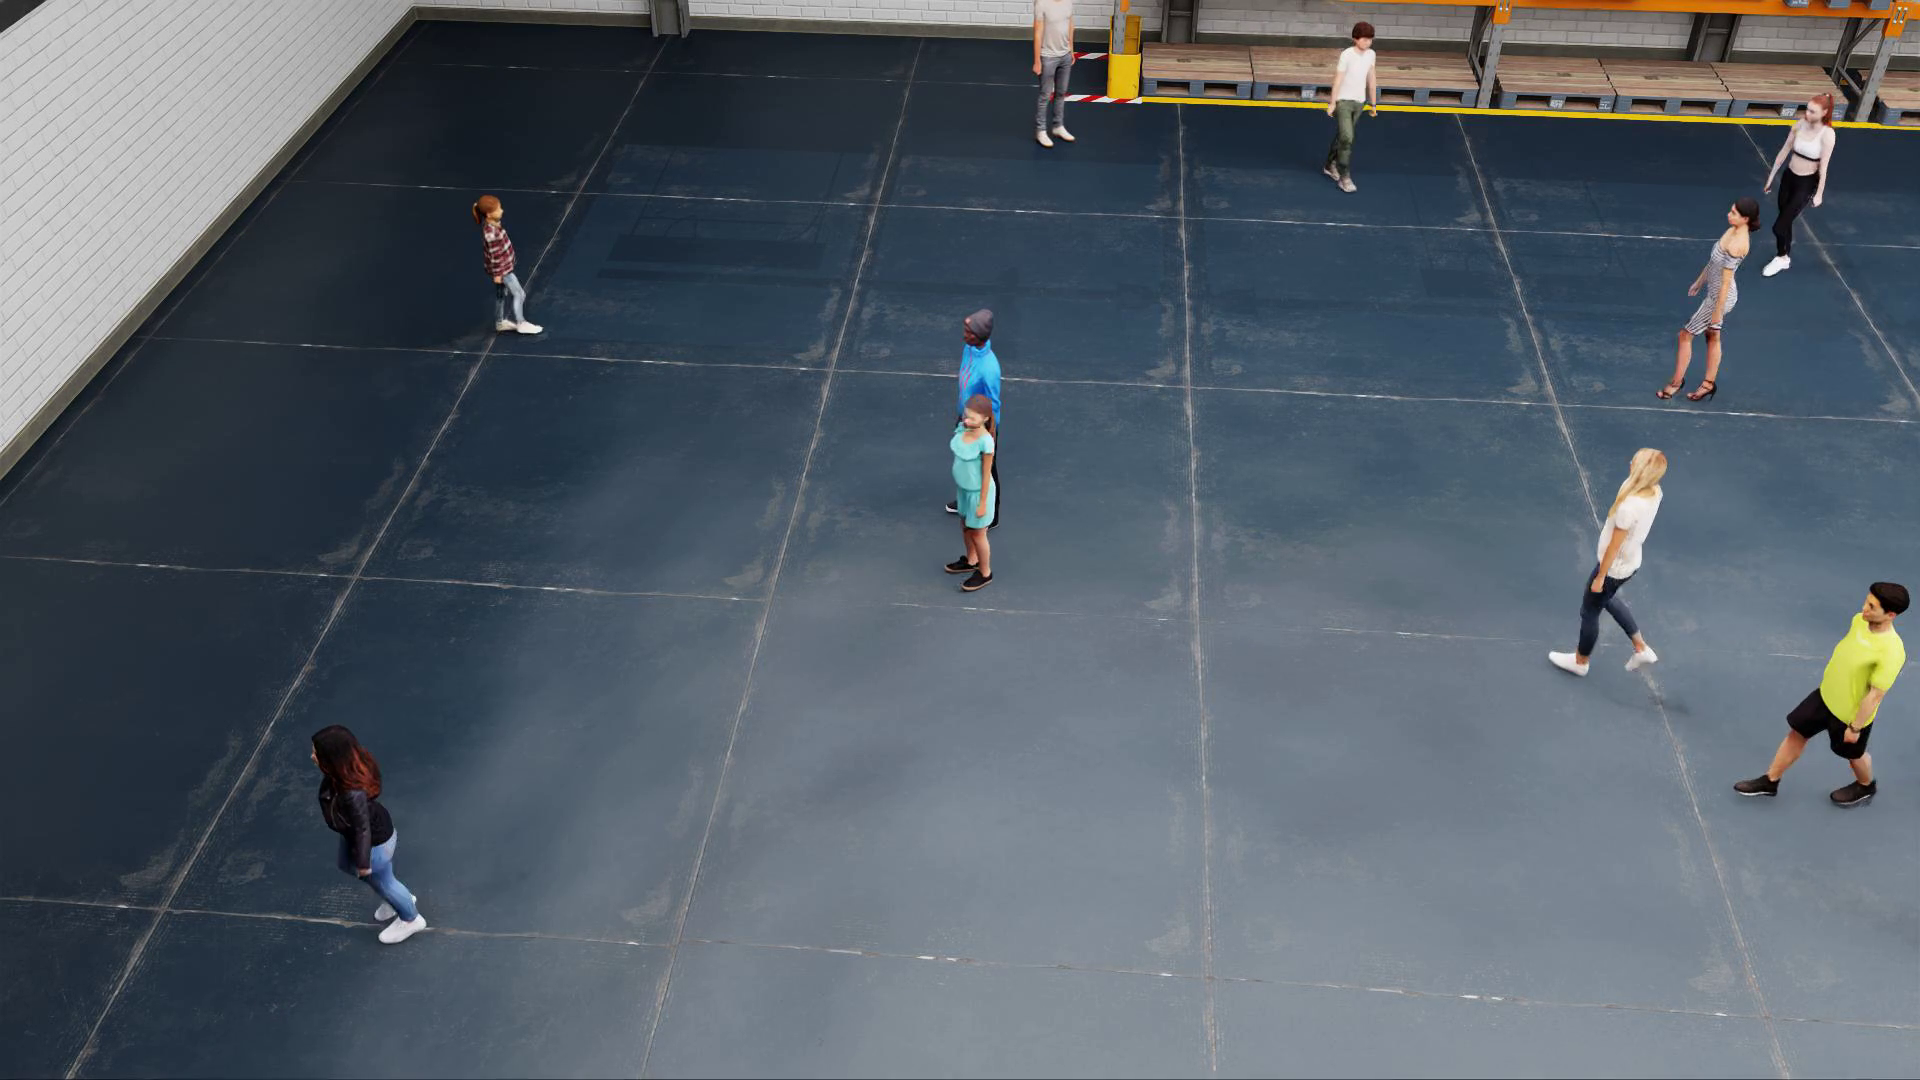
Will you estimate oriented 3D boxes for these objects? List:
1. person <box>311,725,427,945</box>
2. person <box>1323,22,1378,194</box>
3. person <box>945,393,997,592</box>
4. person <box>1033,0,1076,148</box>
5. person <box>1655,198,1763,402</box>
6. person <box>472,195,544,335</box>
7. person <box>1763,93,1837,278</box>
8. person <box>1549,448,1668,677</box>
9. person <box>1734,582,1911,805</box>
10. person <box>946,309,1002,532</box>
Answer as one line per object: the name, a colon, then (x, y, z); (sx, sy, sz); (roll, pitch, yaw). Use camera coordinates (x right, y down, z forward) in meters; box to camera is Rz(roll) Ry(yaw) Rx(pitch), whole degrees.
person: (-3.126, 1.567, 8.990); (0.757, 1.620, 0.758); (-15, 41, -18)
person: (3.784, -4.316, 16.341); (0.912, 1.639, 0.899); (-15, 41, -18)
person: (0.092, -0.348, 11.438); (0.685, 1.557, 0.647); (-15, 41, -18)
person: (0.948, -4.957, 16.945); (0.744, 1.887, 0.810); (-27, 46, -29)
person: (6.071, -1.857, 13.127); (0.765, 1.807, 0.699); (15, 41, 18)
person: (-3.973, -2.330, 14.130); (0.699, 1.294, 0.623); (-8, 39, -10)
person: (7.533, -3.156, 14.818); (0.821, 1.728, 0.771); (-15, 41, -17)
person: (4.255, 0.210, 10.549); (0.979, 1.795, 0.873); (27, 46, 30)
person: (5.271, 0.942, 9.733); (1.119, 1.669, 0.758); (-3, 39, -3)
person: (0.149, -0.857, 11.886); (0.717, 1.794, 0.696); (-18, 42, -21)
